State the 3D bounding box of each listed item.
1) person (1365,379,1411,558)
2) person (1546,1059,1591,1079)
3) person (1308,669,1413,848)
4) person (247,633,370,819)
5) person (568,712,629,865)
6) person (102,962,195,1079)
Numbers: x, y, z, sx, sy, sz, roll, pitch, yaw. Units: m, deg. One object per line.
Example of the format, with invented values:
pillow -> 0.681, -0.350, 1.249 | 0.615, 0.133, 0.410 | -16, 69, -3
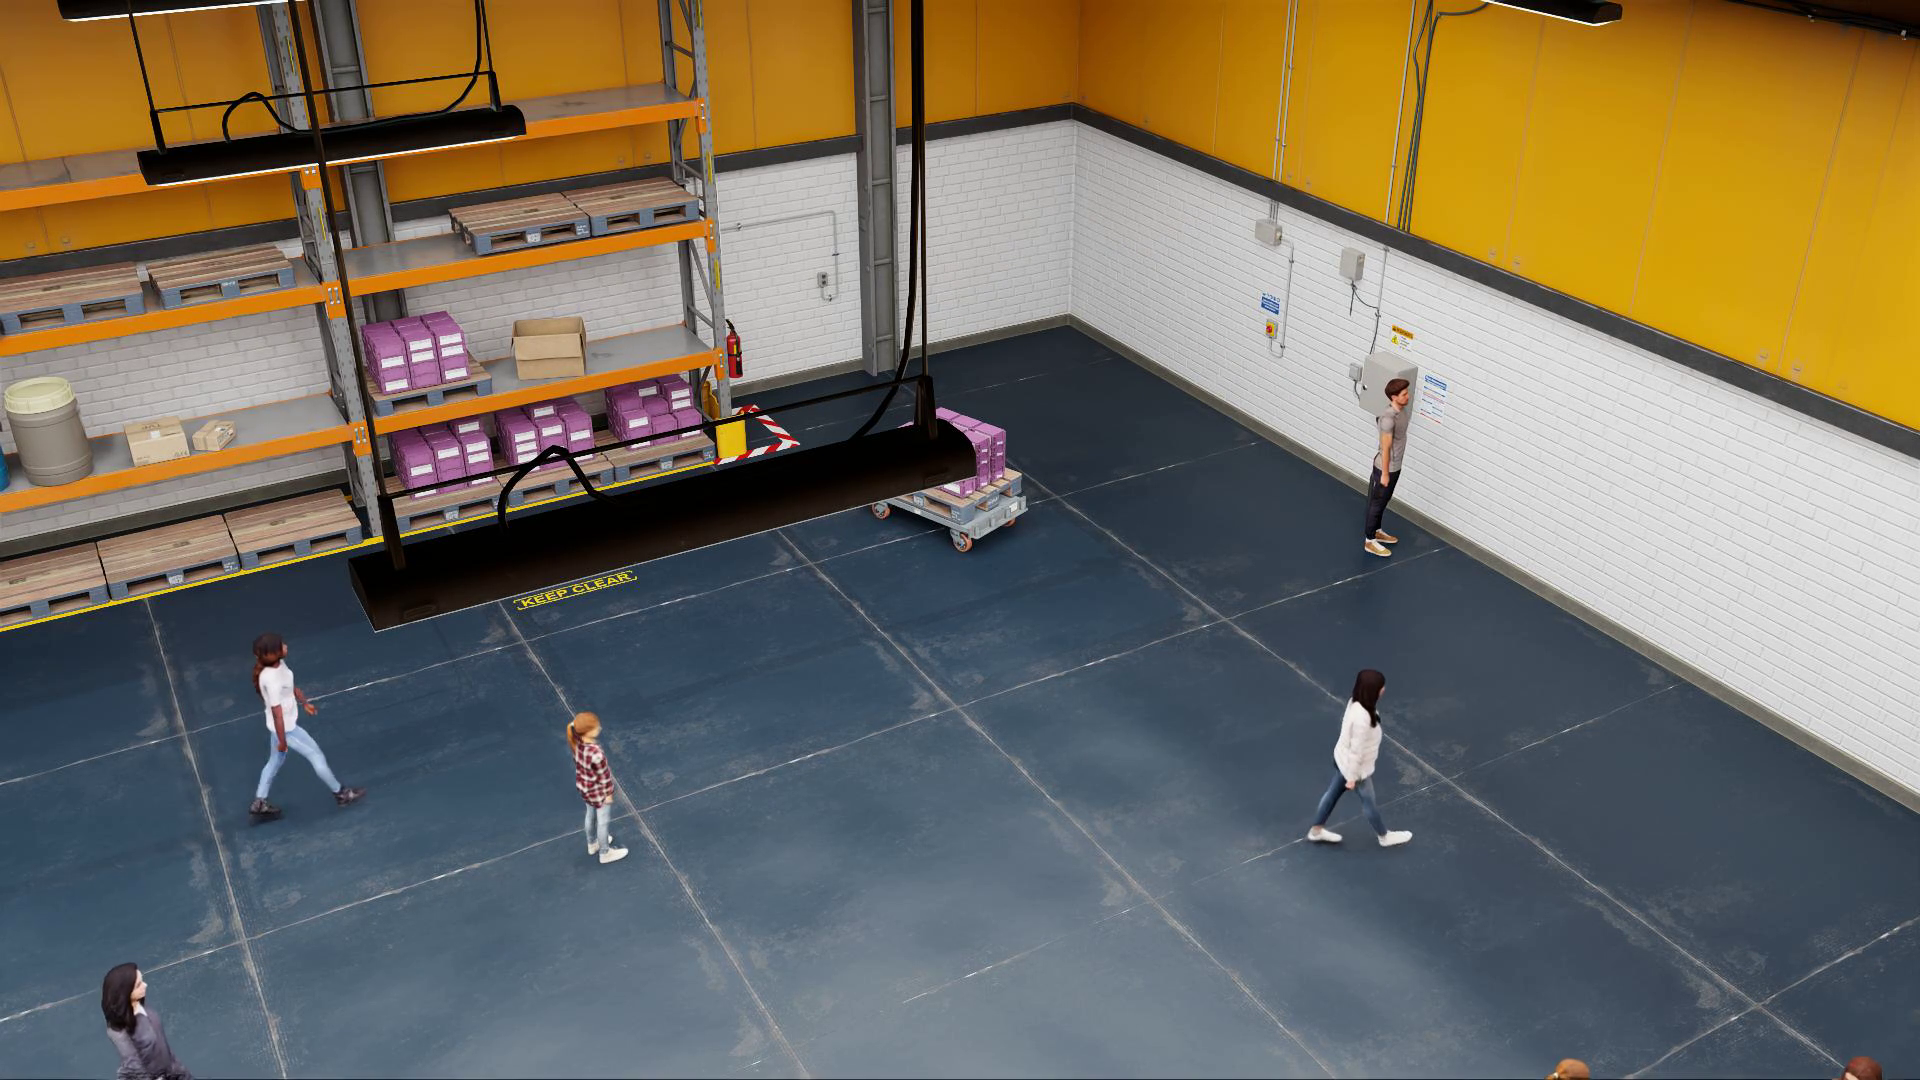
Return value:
person -> 4.354, -0.771, 16.925 | 0.796, 1.896, 0.692 | 14, 31, 23
person -> 3.434, 3.520, 9.672 | 0.559, 1.308, 0.538 | -7, 29, -12
person -> 2.936, 1.688, 12.723 | 1.121, 1.604, 0.979 | 2, 29, 4
person -> -5.360, 1.491, 13.006 | 1.162, 1.678, 0.669 | -12, 31, -21
person -> -2.791, 1.875, 12.690 | 0.540, 1.306, 0.562 | -23, 36, -36
person -> -4.865, 3.229, 9.787 | 1.240, 1.710, 0.901 | -5, 29, -9
